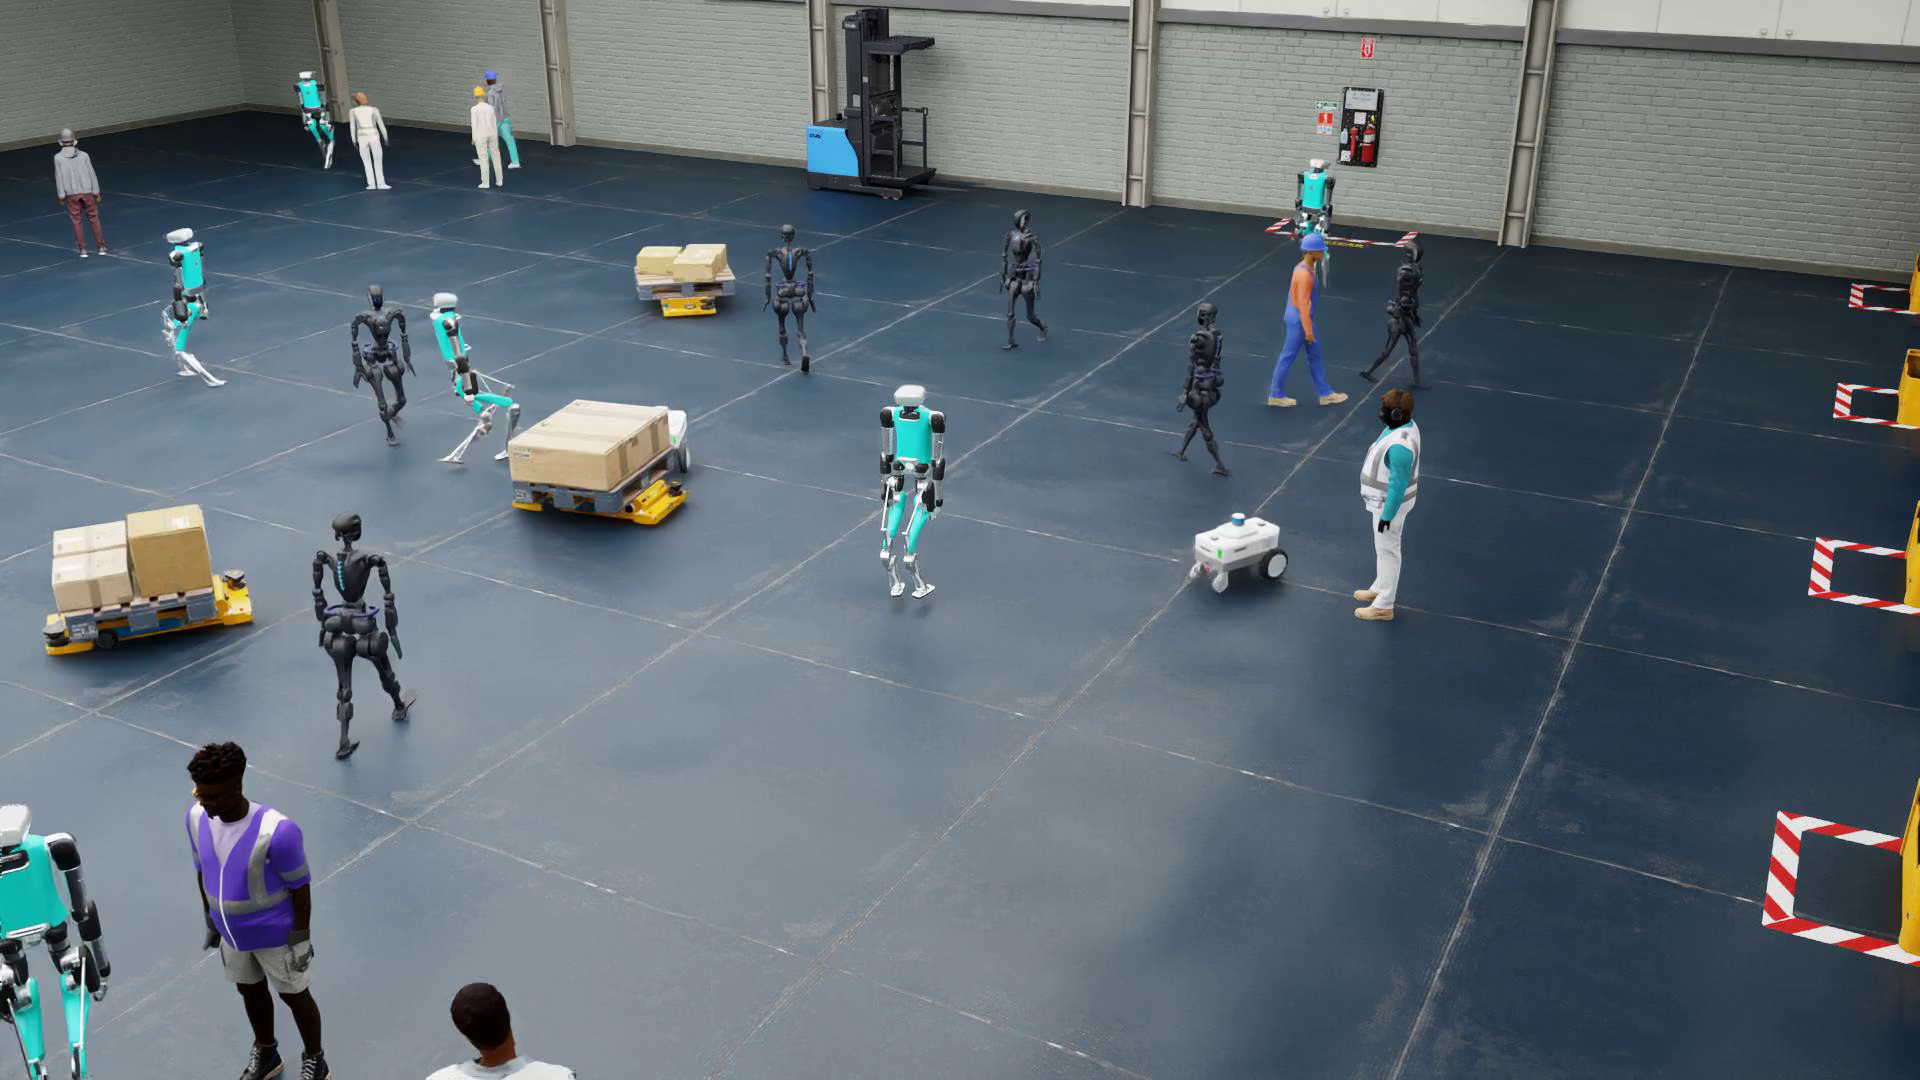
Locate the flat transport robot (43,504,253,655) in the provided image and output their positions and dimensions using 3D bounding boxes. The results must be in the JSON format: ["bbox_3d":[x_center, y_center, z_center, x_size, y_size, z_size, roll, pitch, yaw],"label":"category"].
[{"bbox_3d":[-6.292,0.540,12.906,1.431,0.231,0.659,-11,26,-24],"label":"flat transport robot"}]

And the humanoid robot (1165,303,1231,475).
[{"bbox_3d":[2.284,-1.446,15.814,0.786,1.625,0.610,18,29,35],"label":"humanoid robot"}]

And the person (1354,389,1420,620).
[{"bbox_3d":[3.288,-0.278,12.819,0.429,1.844,0.621,6,24,13],"label":"person"}]

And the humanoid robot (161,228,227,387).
[{"bbox_3d":[-8.528,-2.519,18.183,0.911,1.775,0.542,3,23,7],"label":"humanoid robot"}]

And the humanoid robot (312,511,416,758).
[{"bbox_3d":[-4.029,0.575,11.097,0.595,1.623,0.778,3,23,6],"label":"humanoid robot"}]

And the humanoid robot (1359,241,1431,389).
[{"bbox_3d":[4.831,-2.456,18.163,0.788,1.633,0.611,16,28,33],"label":"humanoid robot"}]

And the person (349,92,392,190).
[{"bbox_3d":[-9.994,-6.756,28.170,0.578,1.626,0.332,-7,24,-16],"label":"person"}]

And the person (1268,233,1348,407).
[{"bbox_3d":[3.713,-2.272,17.411,0.912,1.873,0.561,7,24,16],"label":"person"}]

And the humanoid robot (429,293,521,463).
[{"bbox_3d":[-4.575,-1.533,15.877,0.999,1.742,0.530,-13,26,-27],"label":"humanoid robot"}]

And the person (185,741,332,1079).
[{"bbox_3d":[-3.303,1.807,7.807,0.607,1.964,0.368,8,24,17],"label":"person"}]

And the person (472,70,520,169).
[{"bbox_3d":[-8.372,-7.544,29.870,0.934,1.722,0.548,9,25,20],"label":"person"}]

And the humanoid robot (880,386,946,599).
[{"bbox_3d":[-0.440,-0.313,12.867,0.533,1.673,0.735,8,24,18],"label":"humanoid robot"}]

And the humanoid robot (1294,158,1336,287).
[{"bbox_3d":[4.783,-4.139,22.084,0.552,1.900,0.731,19,30,37],"label":"humanoid robot"}]

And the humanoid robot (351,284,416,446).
[{"bbox_3d":[-5.783,-1.791,16.573,0.609,1.627,0.613,-15,28,-32],"label":"humanoid robot"}]

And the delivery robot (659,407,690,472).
[{"bbox_3d":[-2.856,-0.987,16.094,0.499,0.591,0.781,0,23,-1],"label":"delivery robot"}]

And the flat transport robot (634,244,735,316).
[{"bbox_3d":[-3.563,-3.169,21.540,0.659,0.231,1.431,-6,24,-13],"label":"flat transport robot"}]

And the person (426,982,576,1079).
[{"bbox_3d":[-1.667,2.522,6.255,0.616,1.878,0.466,-1,23,-2],"label":"person"}]

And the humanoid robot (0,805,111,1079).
[{"bbox_3d":[-4.120,2.092,7.479,0.559,1.803,0.852,-10,25,-21],"label":"humanoid robot"}]

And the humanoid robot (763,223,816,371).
[{"bbox_3d":[-1.917,-2.731,18.768,0.611,1.637,0.670,-7,24,-17],"label":"humanoid robot"}]

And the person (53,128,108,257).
[{"bbox_3d":[-12.599,-4.968,23.771,0.555,1.810,0.373,-14,27,-30],"label":"person"}]

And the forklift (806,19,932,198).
[{"bbox_3d":[-1.573,-7.292,27.850,1.873,2.768,1.129,12,26,25],"label":"forklift"}]

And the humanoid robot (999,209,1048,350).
[{"bbox_3d":[0.764,-3.087,19.603,0.607,1.645,0.686,17,28,34],"label":"humanoid robot"}]

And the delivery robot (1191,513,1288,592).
[{"bbox_3d":[2.289,0.073,13.643,0.782,0.603,0.499,-15,28,-31],"label":"delivery robot"}]

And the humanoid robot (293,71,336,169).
[{"bbox_3d":[-11.482,-7.498,29.896,0.545,1.885,0.806,0,23,1],"label":"humanoid robot"}]

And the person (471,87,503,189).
[{"bbox_3d":[-8.068,-6.836,28.273,0.473,1.692,0.327,-20,30,-38],"label":"person"}]

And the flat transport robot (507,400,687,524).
[{"bbox_3d":[-3.281,-0.406,15.109,1.431,0.231,0.659,7,24,15],"label":"flat transport robot"}]
